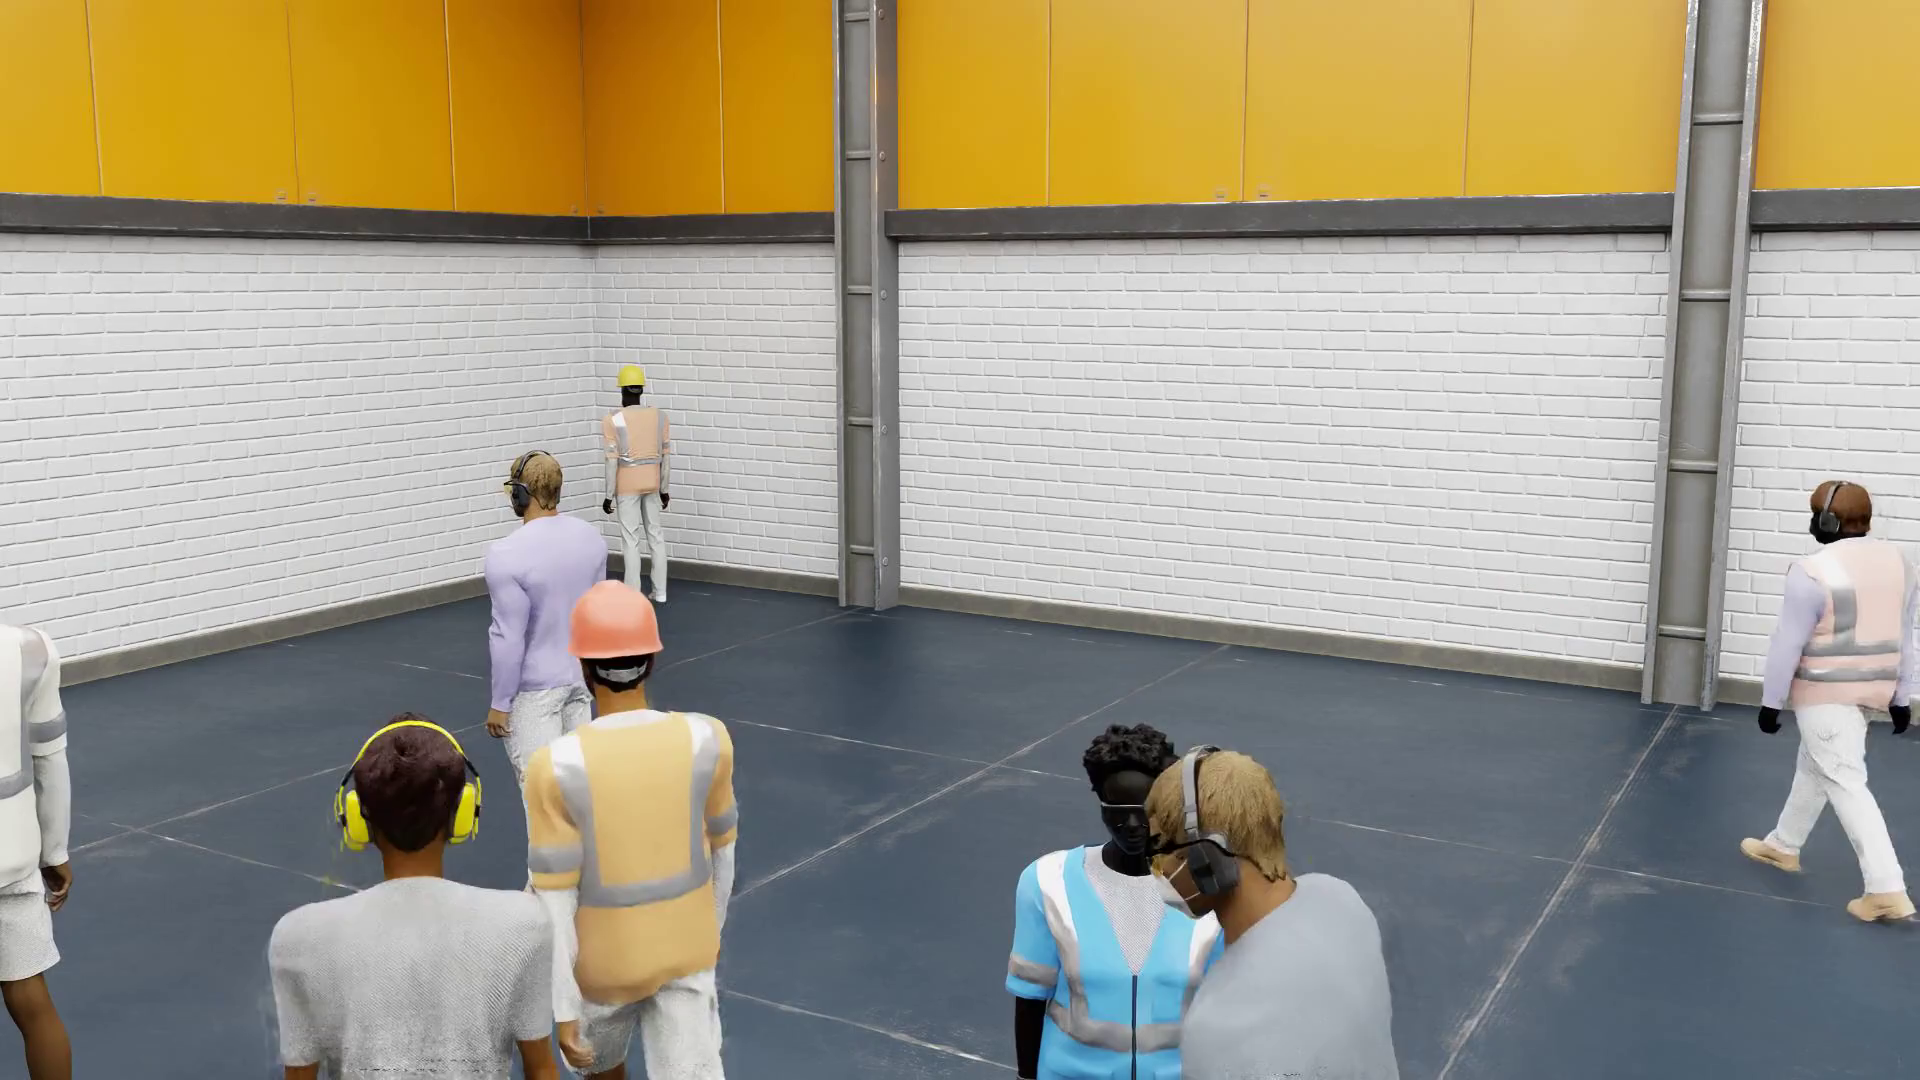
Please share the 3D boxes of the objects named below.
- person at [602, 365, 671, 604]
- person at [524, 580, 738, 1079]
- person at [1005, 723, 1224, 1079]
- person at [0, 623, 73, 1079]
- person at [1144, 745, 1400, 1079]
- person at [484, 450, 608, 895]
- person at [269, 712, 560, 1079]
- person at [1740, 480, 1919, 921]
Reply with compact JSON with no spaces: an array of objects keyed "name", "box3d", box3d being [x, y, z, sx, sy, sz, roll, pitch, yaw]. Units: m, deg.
[{"name":"person","box3d":[-2.578,-0.422,13.208,0.592,1.925,0.385,-8,12,-40]},{"name":"person","box3d":[-0.813,1.043,4.218,0.546,1.890,1.014,-4,10,-22]},{"name":"person","box3d":[0.366,1.225,3.645,0.535,1.697,0.318,0,9,1]},{"name":"person","box3d":[-2.768,0.903,4.585,0.395,2.038,0.615,5,10,29]},{"name":"person","box3d":[0.495,1.264,2.888,1.023,1.861,0.698,4,10,24]},{"name":"person","box3d":[-1.699,0.597,6.815,0.372,1.940,0.631,5,10,26]},{"name":"person","box3d":[-0.972,1.243,3.047,0.527,1.853,0.472,-2,9,-13]},{"name":"person","box3d":[3.713,0.648,6.989,0.629,1.795,0.980,-4,10,-22]}]
